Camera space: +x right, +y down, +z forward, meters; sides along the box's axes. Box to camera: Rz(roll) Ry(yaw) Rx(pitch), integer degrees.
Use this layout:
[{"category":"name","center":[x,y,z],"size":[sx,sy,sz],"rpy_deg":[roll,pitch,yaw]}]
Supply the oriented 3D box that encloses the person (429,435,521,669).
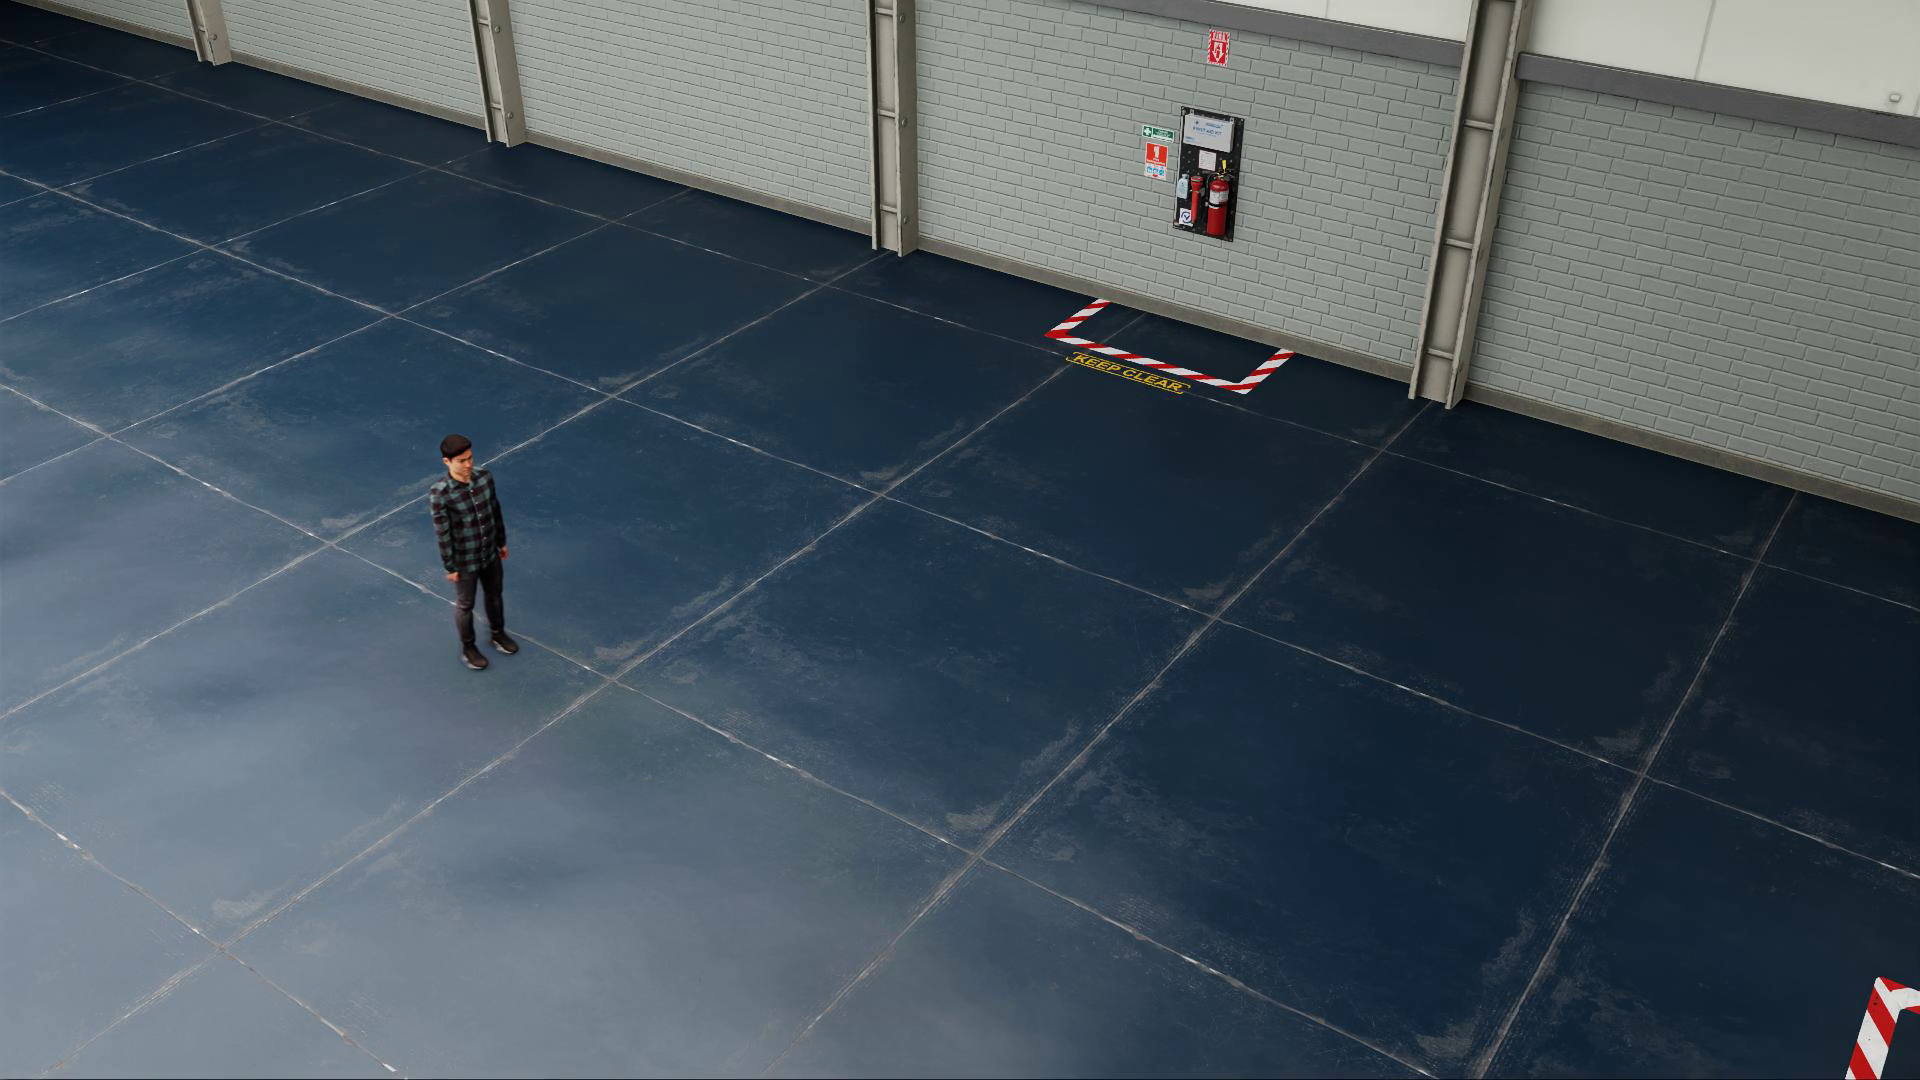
[{"category":"person","center":[-3.246,0.052,11.053],"size":[0.524,1.709,0.666],"rpy_deg":[23,39,32]}]
